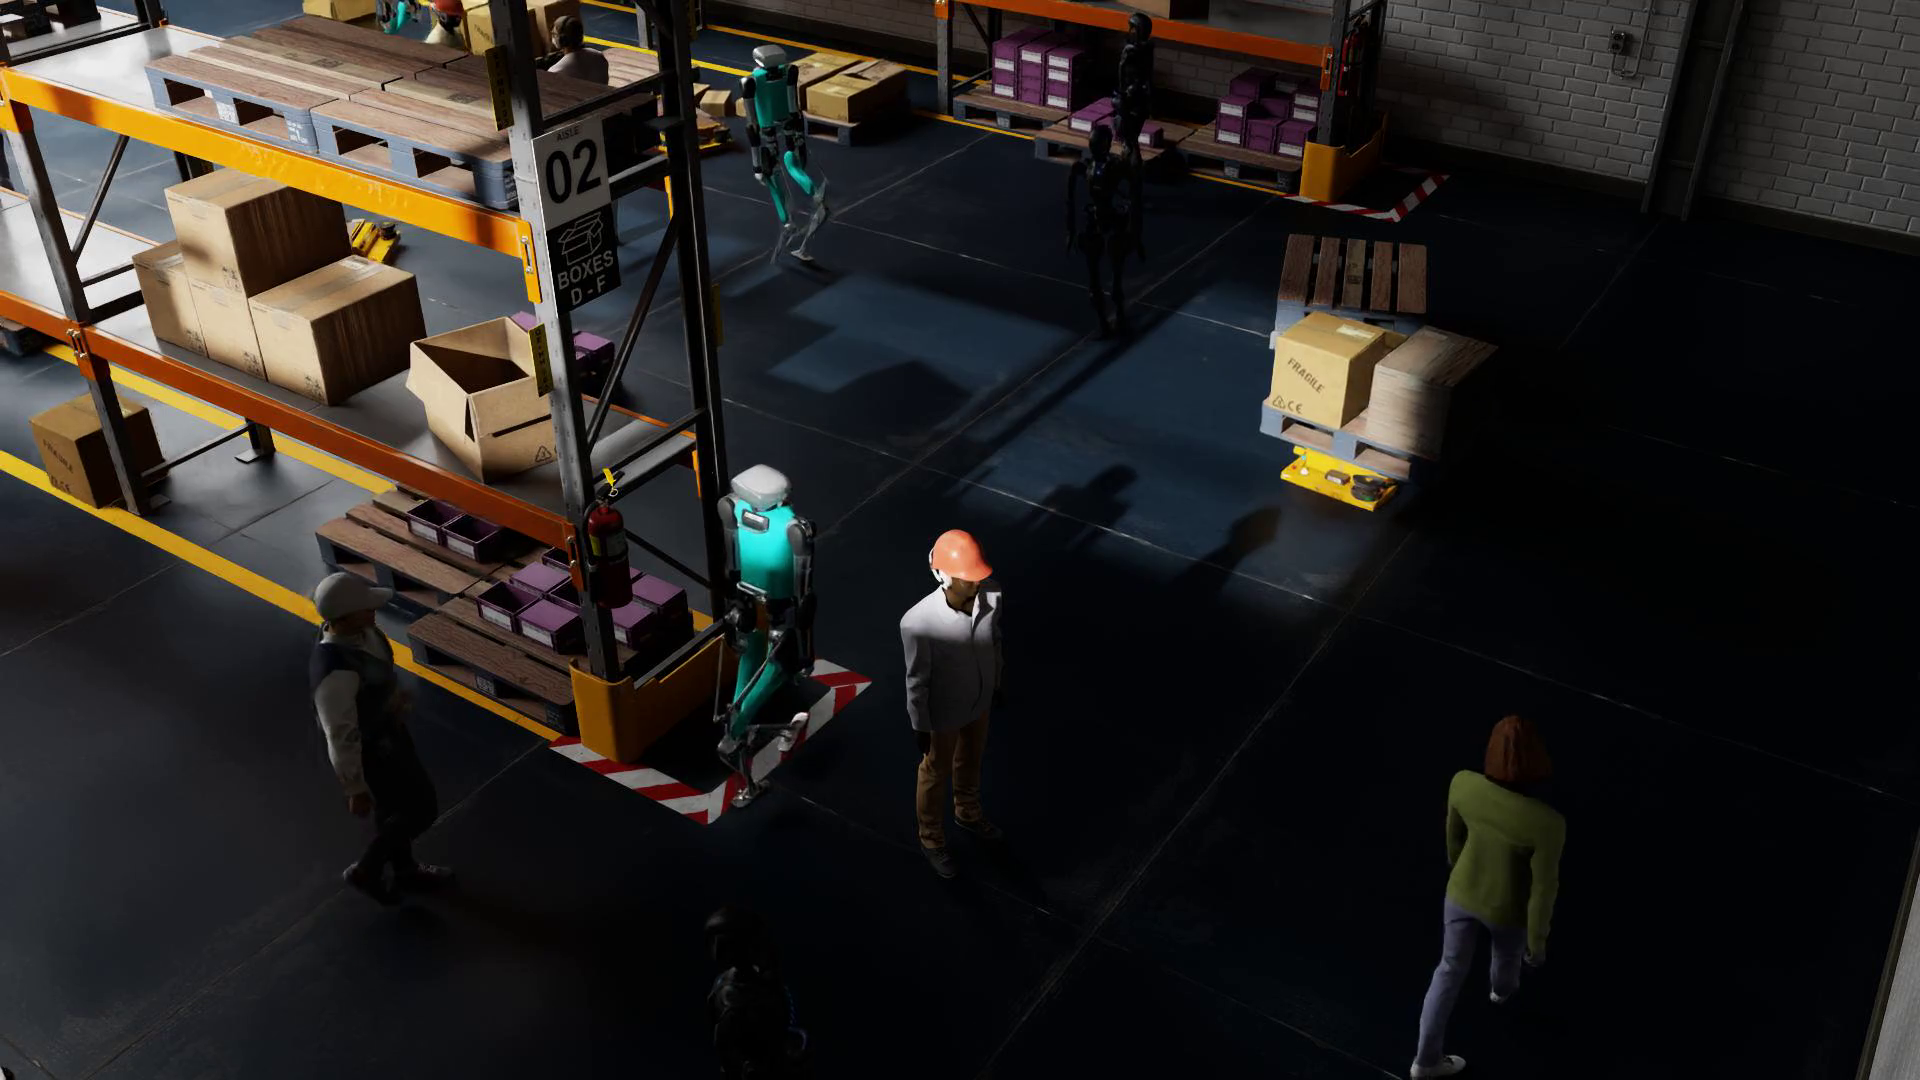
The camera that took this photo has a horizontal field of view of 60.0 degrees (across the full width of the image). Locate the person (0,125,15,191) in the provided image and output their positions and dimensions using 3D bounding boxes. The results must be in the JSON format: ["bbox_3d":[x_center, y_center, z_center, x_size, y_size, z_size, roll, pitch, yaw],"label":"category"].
[{"bbox_3d":[-7.904,-3.472,13.667,0.491,1.954,0.422,-7,34,-11],"label":"person"}]

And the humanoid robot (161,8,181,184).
[{"bbox_3d":[-6.741,-3.914,14.619,0.640,1.615,0.588,-13,35,-19],"label":"humanoid robot"}]

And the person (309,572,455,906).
[{"bbox_3d":[-2.523,0.863,7.193,0.458,1.744,0.748,-7,34,-11],"label":"person"}]

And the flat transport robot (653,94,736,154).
[{"bbox_3d":[-2.809,-3.997,16.017,0.659,0.231,1.431,-22,39,-30],"label":"flat transport robot"}]

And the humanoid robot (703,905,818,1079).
[{"bbox_3d":[-0.695,1.906,5.665,0.630,1.640,0.600,5,33,8],"label":"humanoid robot"}]

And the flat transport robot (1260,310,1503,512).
[{"bbox_3d":[2.744,-0.642,10.860,0.659,0.231,1.431,24,40,32],"label":"flat transport robot"}]

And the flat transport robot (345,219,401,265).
[{"bbox_3d":[-5.358,-2.377,13.527,1.431,0.231,0.659,-1,33,-2],"label":"flat transport robot"}]

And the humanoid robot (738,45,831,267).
[{"bbox_3d":[-1.294,-2.916,13.044,0.542,1.814,0.756,-28,42,-36],"label":"humanoid robot"}]

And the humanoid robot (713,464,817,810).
[{"bbox_3d":[-0.976,0.525,7.714,0.543,1.744,0.968,21,39,29],"label":"humanoid robot"}]

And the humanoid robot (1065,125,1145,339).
[{"bbox_3d":[1.058,-2.225,12.020,0.609,1.635,0.428,12,35,18],"label":"humanoid robot"}]

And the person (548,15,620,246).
[{"bbox_3d":[-3.015,-3.218,13.289,0.370,1.940,0.630,16,36,23],"label":"person"}]

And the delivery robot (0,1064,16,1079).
[{"bbox_3d":[-3.858,2.236,6.187,0.781,0.609,0.517,-24,40,-32],"label":"delivery robot"}]

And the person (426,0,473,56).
[{"bbox_3d":[-4.405,-3.968,14.654,0.903,1.687,0.585,0,33,0],"label":"person"}]

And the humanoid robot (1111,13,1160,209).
[{"bbox_3d":[1.536,-3.685,14.257,0.602,1.643,0.608,20,38,28],"label":"humanoid robot"}]

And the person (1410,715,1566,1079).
[{"bbox_3d":[2.112,1.394,6.518,0.557,1.578,0.837,27,42,35],"label":"person"}]

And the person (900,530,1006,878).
[{"bbox_3d":[-0.007,0.711,7.414,0.561,1.755,0.320,-29,43,-36],"label":"person"}]

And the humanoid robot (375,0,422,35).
[{"bbox_3d":[-5.775,-5.313,16.793,0.736,1.898,0.537,20,38,27],"label":"humanoid robot"}]
